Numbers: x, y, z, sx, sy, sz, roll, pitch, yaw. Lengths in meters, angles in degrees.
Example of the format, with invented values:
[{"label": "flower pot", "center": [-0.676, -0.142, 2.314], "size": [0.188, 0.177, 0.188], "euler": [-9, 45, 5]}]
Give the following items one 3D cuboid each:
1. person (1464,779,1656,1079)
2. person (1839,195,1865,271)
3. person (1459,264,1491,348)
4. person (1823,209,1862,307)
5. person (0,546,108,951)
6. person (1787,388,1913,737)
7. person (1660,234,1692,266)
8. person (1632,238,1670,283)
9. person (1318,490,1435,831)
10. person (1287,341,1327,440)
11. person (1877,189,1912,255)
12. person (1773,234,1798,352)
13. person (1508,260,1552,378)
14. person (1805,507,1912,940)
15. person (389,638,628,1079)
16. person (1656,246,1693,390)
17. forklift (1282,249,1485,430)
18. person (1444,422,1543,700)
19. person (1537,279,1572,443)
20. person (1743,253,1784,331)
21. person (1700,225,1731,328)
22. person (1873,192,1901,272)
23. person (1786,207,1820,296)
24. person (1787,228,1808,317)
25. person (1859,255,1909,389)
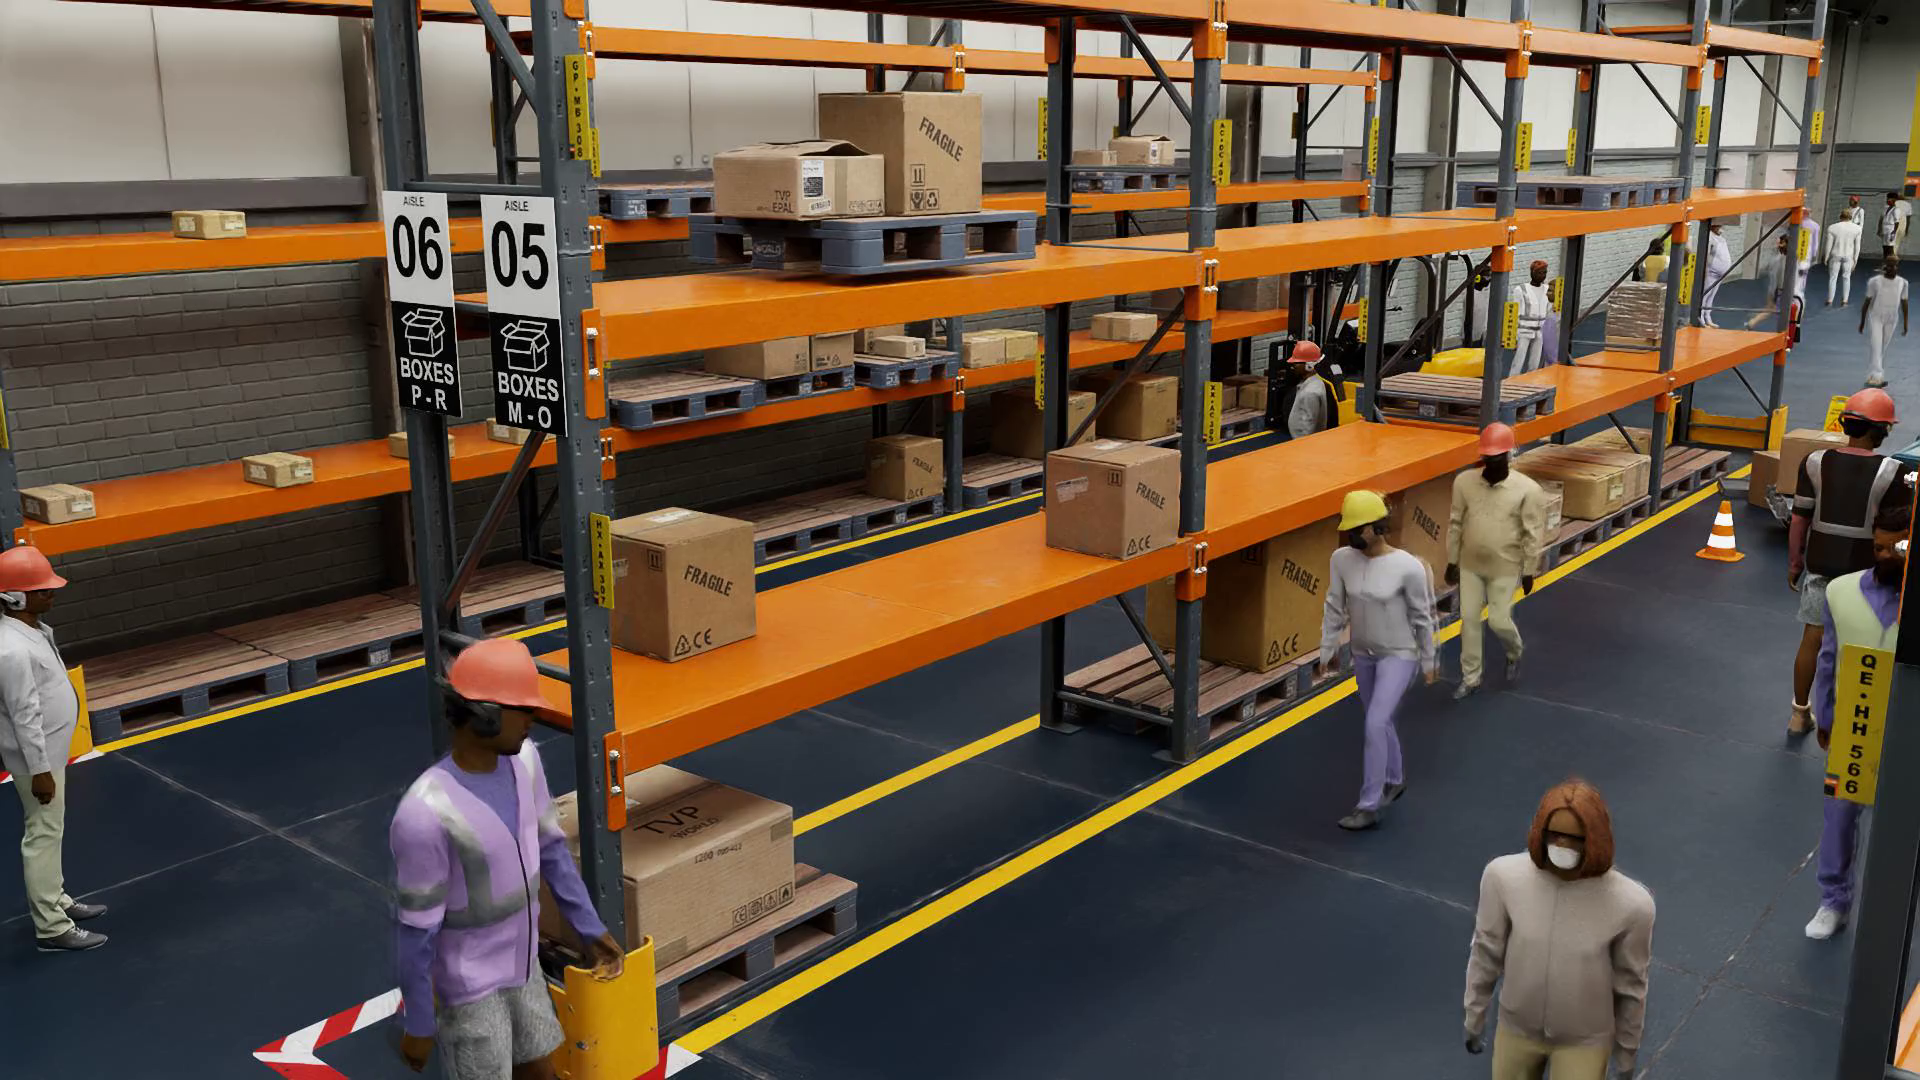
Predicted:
[{"label": "person", "center": [1.792, 1.459, 5.007], "size": [0.510, 1.610, 0.684], "euler": [8, 16, 31]}, {"label": "person", "center": [22.382, -7.702, 41.751], "size": [0.358, 1.885, 0.572], "euler": [-3, 14, -11]}, {"label": "person", "center": [6.322, -2.460, 20.474], "size": [0.327, 1.861, 0.507], "euler": [10, 17, 35]}, {"label": "person", "center": [17.608, -5.638, 33.233], "size": [0.634, 1.938, 0.355], "euler": [4, 14, 17]}, {"label": "person", "center": [-3.895, 0.880, 7.076], "size": [0.330, 1.751, 0.565], "euler": [-7, 15, -25]}, {"label": "person", "center": [5.033, 0.154, 9.441], "size": [0.392, 2.039, 0.612], "euler": [-13, 19, -41]}, {"label": "person", "center": [13.900, -5.357, 32.397], "size": [0.971, 1.790, 0.599], "euler": [-12, 18, -40]}, {"label": "person", "center": [10.661, -3.726, 25.648], "size": [0.635, 1.842, 0.429], "euler": [4, 14, 17]}, {"label": "person", "center": [2.072, 0.590, 8.321], "size": [0.803, 1.719, 0.544], "euler": [-12, 18, -40]}, {"label": "person", "center": [2.885, -0.799, 13.937], "size": [0.355, 1.744, 0.565], "euler": [3, 14, 11]}, {"label": "person", "center": [24.041, -8.067, 42.913], "size": [0.692, 2.000, 1.021], "euler": [1, 14, 6]}, {"label": "person", "center": [13.043, -3.900, 26.334], "size": [0.329, 1.861, 0.502], "euler": [0, 14, 1]}, {"label": "person", "center": [7.146, -2.562, 20.847], "size": [0.577, 1.876, 0.346], "euler": [-4, 14, -18]}, {"label": "person", "center": [4.053, 0.761, 7.275], "size": [0.592, 1.896, 0.837], "euler": [12, 18, 40]}, {"label": "person", "center": [-1.315, 1.279, 4.943], "size": [0.544, 2.001, 0.638], "euler": [4, 14, 16]}, {"label": "person", "center": [9.652, -2.978, 22.402], "size": [0.635, 1.937, 0.352], "euler": [0, 14, 2]}, {"label": "forklift", "center": [4.886, -2.214, 18.767], "size": [2.313, 2.155, 1.214], "euler": [11, 18, 38]}, {"label": "person", "center": [3.284, 0.116, 10.235], "size": [0.564, 1.735, 0.512], "euler": [11, 18, 39]}, {"label": "person", "center": [6.659, -2.004, 18.631], "size": [0.351, 1.847, 0.507], "euler": [0, 14, 0]}, {"label": "person", "center": [13.619, -4.181, 27.766], "size": [0.774, 1.716, 0.554], "euler": [0, 14, 0]}, {"label": "person", "center": [13.305, -4.739, 29.363], "size": [0.536, 2.000, 0.683], "euler": [13, 19, 43]}, {"label": "person", "center": [23.194, -7.682, 41.500], "size": [0.368, 1.965, 0.609], "euler": [1, 14, 5]}, {"label": "person", "center": [17.752, -6.079, 35.131], "size": [0.659, 1.887, 0.577], "euler": [10, 17, 35]}, {"label": "person", "center": [15.751, -5.132, 31.349], "size": [0.470, 1.855, 0.628], "euler": [6, 15, 23]}, {"label": "person", "center": [12.525, -2.928, 22.480], "size": [0.539, 1.798, 0.936], "euler": [2, 14, 9]}]
